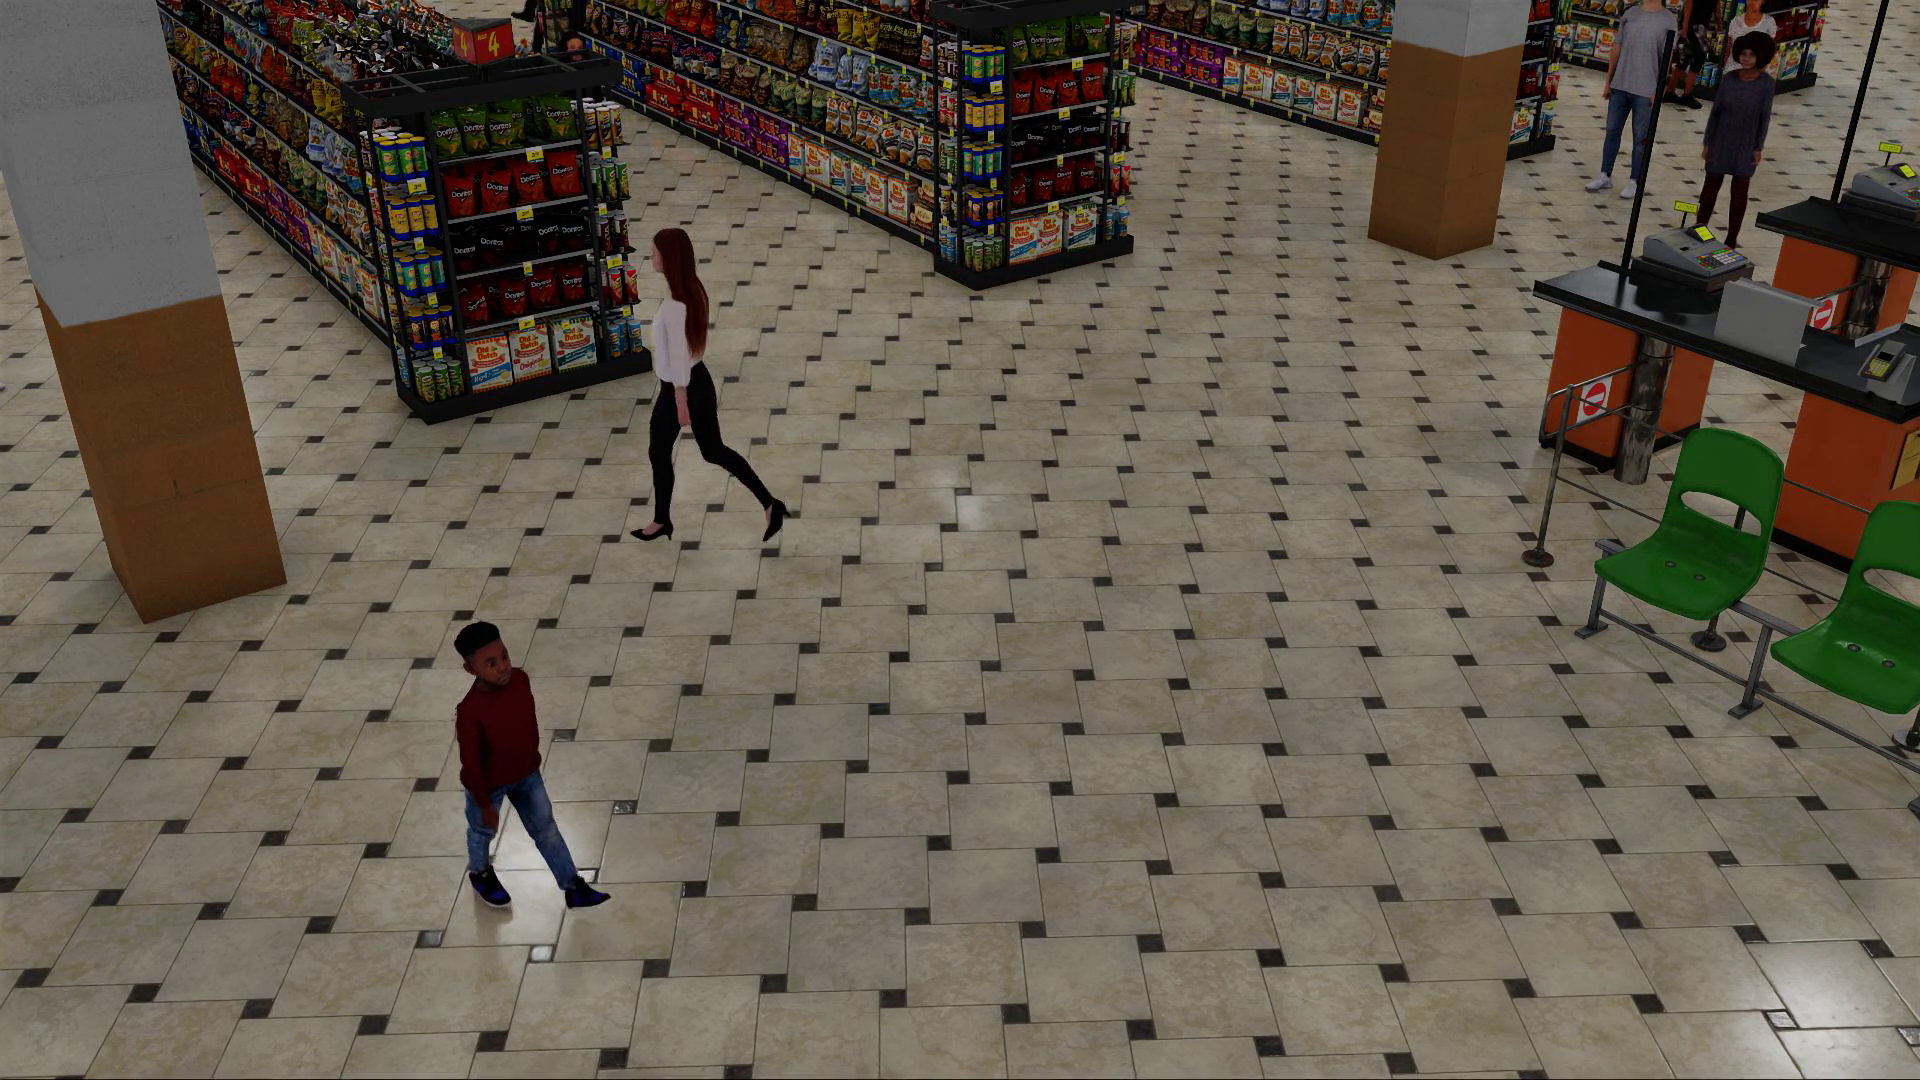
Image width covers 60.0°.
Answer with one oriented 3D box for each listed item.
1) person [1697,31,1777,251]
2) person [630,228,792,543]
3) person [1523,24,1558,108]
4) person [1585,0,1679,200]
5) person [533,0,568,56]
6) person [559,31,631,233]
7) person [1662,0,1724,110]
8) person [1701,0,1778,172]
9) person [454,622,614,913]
[{"bbox_3d":[5.872,-2.981,12.616,0.543,1.707,0.697,20,34,32],"label":"person"},{"bbox_3d":[-1.299,-0.707,8.427,1.168,1.729,1.090,6,29,10],"label":"person"},{"bbox_3d":[5.783,-5.229,16.649,0.629,1.789,0.594,-10,30,-18],"label":"person"},{"bbox_3d":[5.711,-3.852,14.023,0.766,1.888,0.538,-24,37,-37],"label":"person"},{"bbox_3d":[-4.636,-6.083,18.586,0.635,1.431,0.659,-22,35,-34],"label":"person"},{"bbox_3d":[-3.005,-3.202,13.127,0.695,1.605,1.069,-14,32,-25],"label":"person"},{"bbox_3d":[7.347,-5.225,16.784,0.739,1.652,0.650,25,37,38],"label":"person"},{"bbox_3d":[6.984,-4.093,14.764,1.145,1.600,0.864,20,35,32],"label":"person"},{"bbox_3d":[-1.728,0.844,6.108,0.893,1.229,0.672,18,34,30],"label":"person"}]
